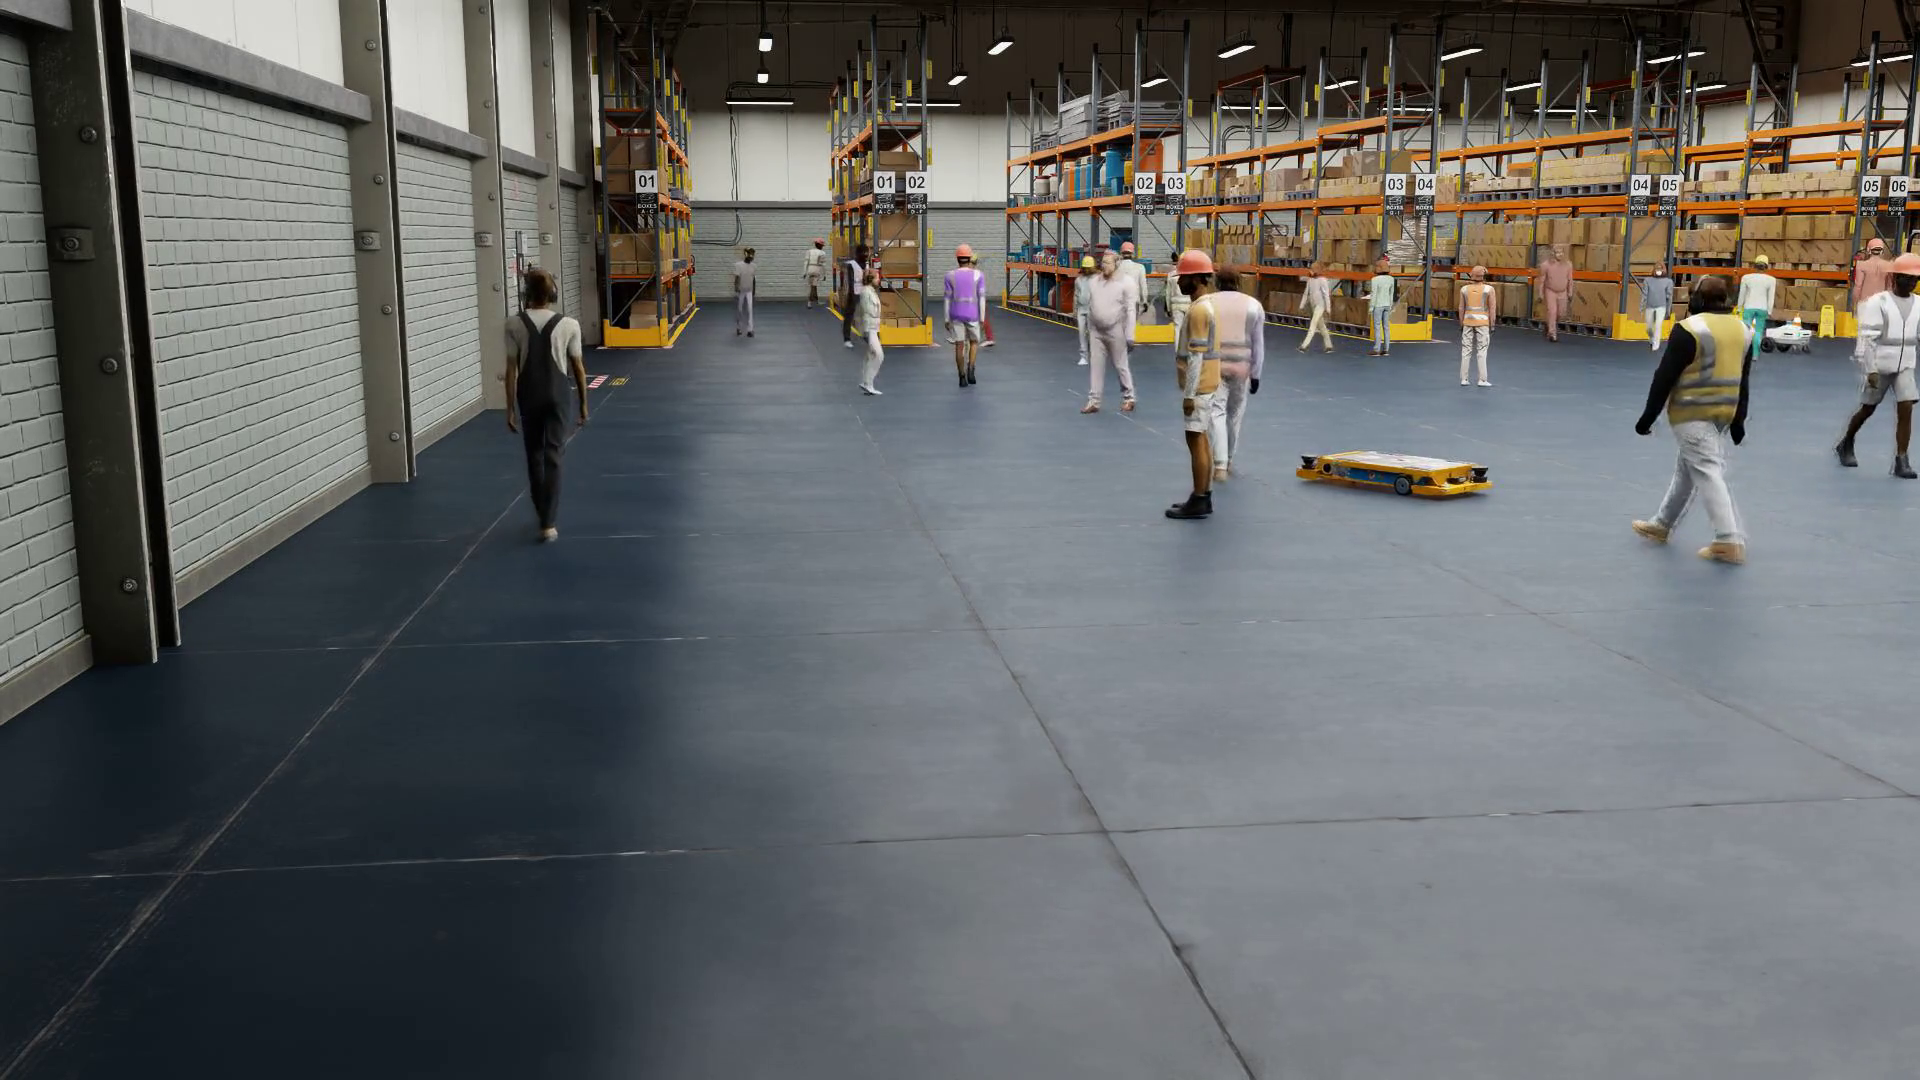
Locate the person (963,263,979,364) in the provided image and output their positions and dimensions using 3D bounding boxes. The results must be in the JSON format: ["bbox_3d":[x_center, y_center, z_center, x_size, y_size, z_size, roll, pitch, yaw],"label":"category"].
[{"bbox_3d":[0.123,-3.647,26.767,0.541,1.608,0.754,0,10,-1],"label":"person"}]

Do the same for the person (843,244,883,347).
[{"bbox_3d":[-1.826,-4.466,30.520,0.926,1.871,0.693,9,14,40],"label":"person"}]

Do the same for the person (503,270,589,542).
[{"bbox_3d":[-2.808,-0.929,11.352,0.526,1.793,0.960,-2,10,-9],"label":"person"}]

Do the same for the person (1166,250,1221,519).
[{"bbox_3d":[1.687,-1.113,12.022,0.381,1.932,0.556,3,11,15],"label":"person"}]

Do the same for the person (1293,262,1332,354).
[{"bbox_3d":[6.185,-4.032,28.948,0.889,1.579,0.516,-4,11,-21],"label":"person"}]

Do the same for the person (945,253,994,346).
[{"bbox_3d":[0.200,-4.423,30.697,0.938,1.714,0.542,-1,10,-3],"label":"person"}]

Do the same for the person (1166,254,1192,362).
[{"bbox_3d":[3.660,-3.806,27.171,0.589,1.791,0.950,1,10,6],"label":"person"}]

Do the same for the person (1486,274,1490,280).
[{"bbox_3d":[16.008,-8.153,50.288,0.819,2.000,0.690,1,10,5],"label":"person"}]

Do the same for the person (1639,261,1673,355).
[{"bbox_3d":[12.045,-4.012,28.751,0.508,1.612,0.640,7,13,35],"label":"person"}]

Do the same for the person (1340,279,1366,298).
[{"bbox_3d":[9.220,-6.030,38.974,0.653,1.921,0.453,-1,10,-5],"label":"person"}]

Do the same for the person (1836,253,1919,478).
[{"bbox_3d":[7.974,-1.516,14.314,0.541,1.905,0.945,0,10,1],"label":"person"}]

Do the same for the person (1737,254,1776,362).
[{"bbox_3d":[12.867,-3.737,26.886,0.532,1.745,0.626,4,11,22],"label":"person"}]

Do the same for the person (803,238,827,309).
[{"bbox_3d":[-4.096,-7.563,47.219,0.707,1.976,0.903,6,12,30],"label":"person"}]

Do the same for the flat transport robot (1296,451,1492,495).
[{"bbox_3d":[3.507,-0.557,13.500,0.652,0.197,1.431,-9,14,-40],"label":"flat transport robot"}]

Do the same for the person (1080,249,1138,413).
[{"bbox_3d":[1.743,-2.398,19.232,0.667,1.920,0.615,8,13,37],"label":"person"}]

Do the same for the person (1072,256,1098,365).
[{"bbox_3d":[2.010,-3.634,26.365,0.512,1.721,0.373,5,12,26],"label":"person"}]

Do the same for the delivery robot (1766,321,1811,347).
[{"bbox_3d":[14.436,-3.570,28.984,0.477,0.478,0.707,-5,11,-26],"label":"delivery robot"}]

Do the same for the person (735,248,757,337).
[{"bbox_3d":[-4.417,-5.088,34.140,0.532,1.816,0.981,-4,11,-22],"label":"person"}]

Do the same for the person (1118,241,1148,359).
[{"bbox_3d":[2.736,-3.914,27.317,0.605,1.966,0.978,5,11,24],"label":"person"}]

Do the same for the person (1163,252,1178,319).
[{"bbox_3d":[5.275,-6.279,41.066,0.537,1.655,0.870,-3,11,-16],"label":"person"}]

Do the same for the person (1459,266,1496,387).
[{"bbox_3d":[7.021,-2.900,22.594,0.513,1.639,0.307,8,13,38],"label":"person"}]

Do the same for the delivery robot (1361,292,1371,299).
[{"bbox_3d":[10.926,-6.342,44.177,0.477,0.478,0.707,-1,10,-7],"label":"delivery robot"}]

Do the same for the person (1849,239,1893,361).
[{"bbox_3d":[14.886,-3.917,27.189,0.625,1.992,0.388,0,10,0],"label":"person"}]

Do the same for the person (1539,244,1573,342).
[{"bbox_3d":[11.554,-4.796,32.312,0.645,1.880,0.637,-1,10,-4],"label":"person"}]

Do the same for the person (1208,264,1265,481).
[{"bbox_3d":[2.215,-1.427,14.072,0.637,1.790,0.947,0,10,-1],"label":"person"}]

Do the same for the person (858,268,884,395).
[{"bbox_3d":[-1.120,-2.655,21.257,0.378,1.625,0.537,1,10,7],"label":"person"}]

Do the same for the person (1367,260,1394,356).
[{"bbox_3d":[7.200,-3.970,28.465,0.507,1.636,0.274,-6,12,-31],"label":"person"}]

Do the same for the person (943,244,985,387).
[{"bbox_3d":[0.059,-3.038,22.561,0.569,1.924,0.496,0,10,1],"label":"person"}]

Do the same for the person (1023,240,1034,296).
[{"bbox_3d":[2.012,-7.920,49.296,0.352,1.936,0.635,-1,10,-5],"label":"person"}]

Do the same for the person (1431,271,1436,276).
[{"bbox_3d":[14.731,-8.460,52.104,0.401,1.989,0.623,7,13,34],"label":"person"}]

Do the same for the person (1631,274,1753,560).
[{"bbox_3d":[4.712,-0.790,10.636,0.639,1.793,0.979,-6,12,-28],"label":"person"}]
